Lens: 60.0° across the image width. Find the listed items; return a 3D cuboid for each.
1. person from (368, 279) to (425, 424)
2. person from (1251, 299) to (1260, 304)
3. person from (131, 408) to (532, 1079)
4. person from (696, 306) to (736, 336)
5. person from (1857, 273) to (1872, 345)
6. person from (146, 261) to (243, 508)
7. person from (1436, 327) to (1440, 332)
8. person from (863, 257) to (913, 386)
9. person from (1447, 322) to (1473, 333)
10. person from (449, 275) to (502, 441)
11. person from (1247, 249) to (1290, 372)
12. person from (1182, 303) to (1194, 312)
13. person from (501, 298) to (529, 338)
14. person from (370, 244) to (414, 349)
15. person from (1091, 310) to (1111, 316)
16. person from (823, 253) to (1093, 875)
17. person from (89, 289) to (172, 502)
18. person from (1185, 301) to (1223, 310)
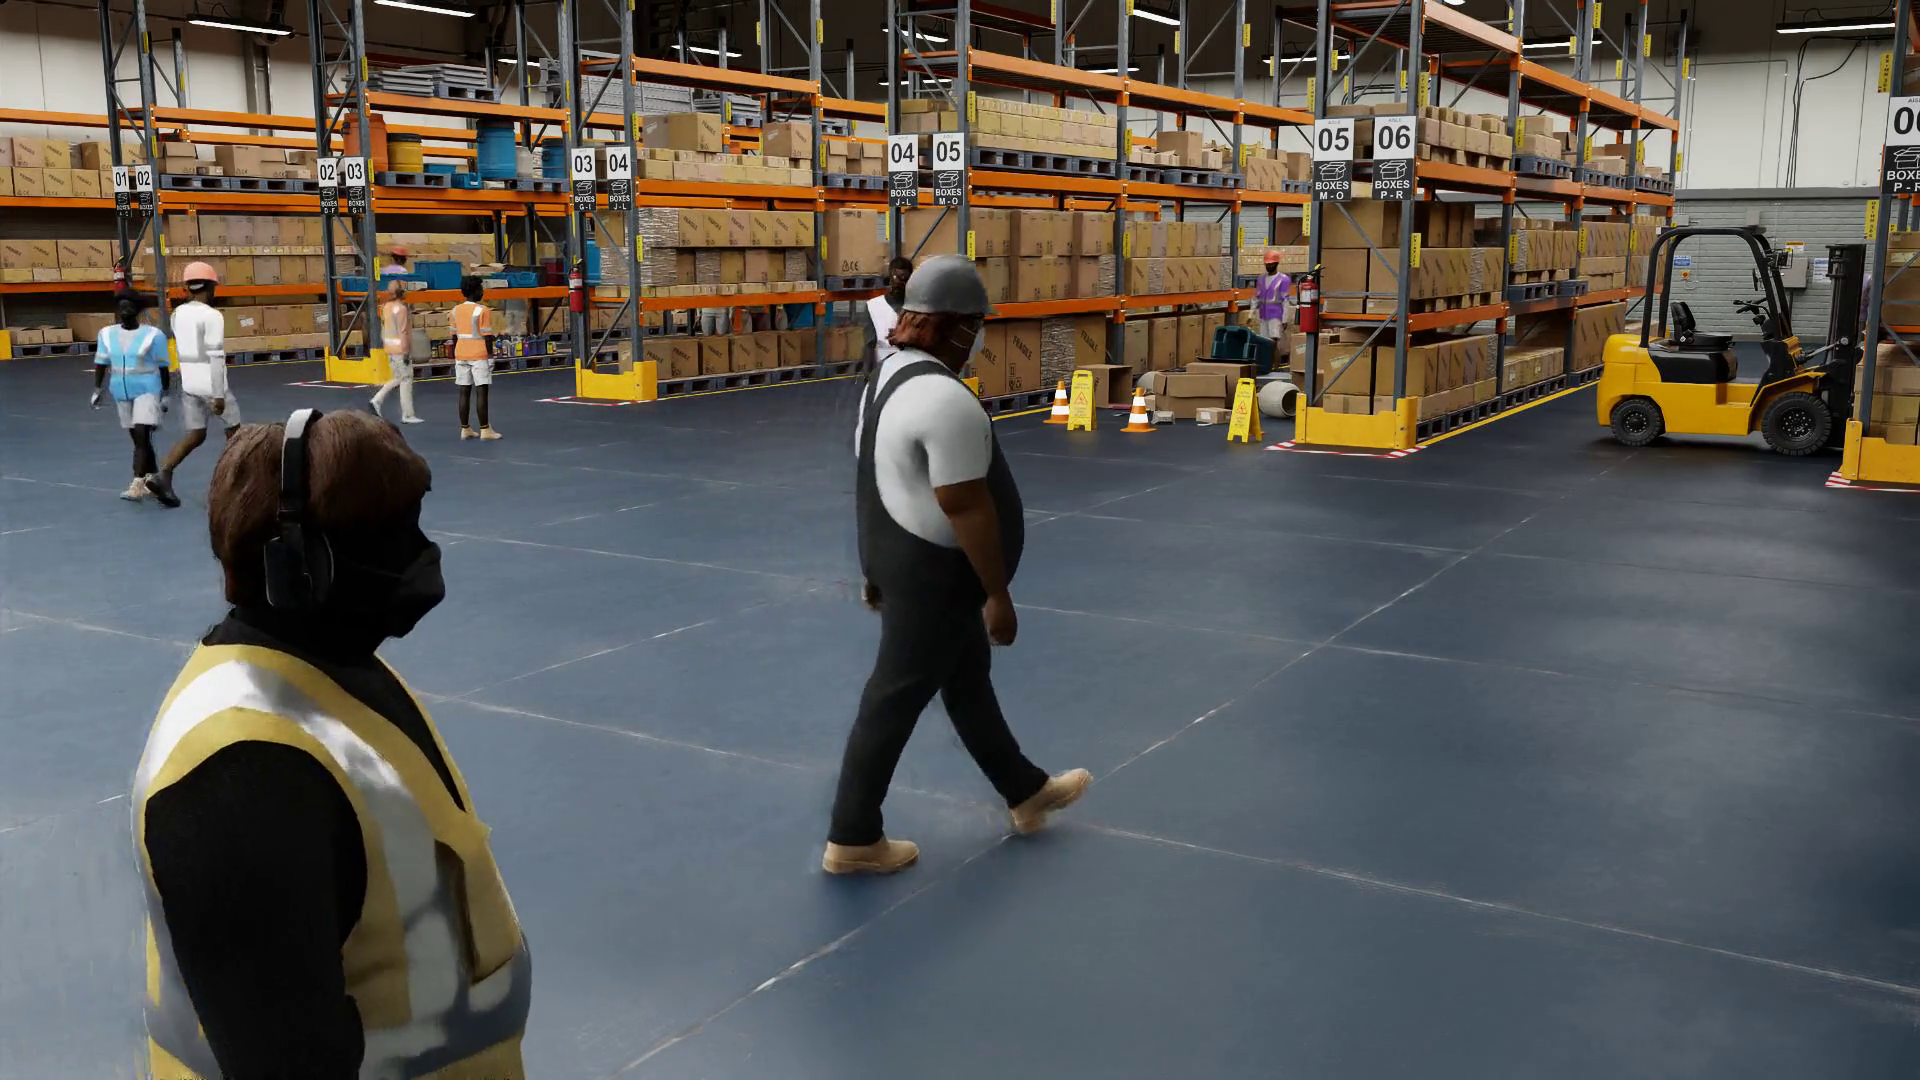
[{"bbox_3d":[-6.329,-2.101,18.594,0.495,1.629,0.526,-9,13,-41],"label":"person"},{"bbox_3d":[5.734,-4.455,31.097,0.546,1.888,1.013,6,12,31],"label":"person"},{"bbox_3d":[-0.741,0.758,2.058,0.430,1.857,0.625,-2,10,-13],"label":"person"},{"bbox_3d":[-3.708,-3.437,25.268,0.623,1.932,0.370,1,10,5],"label":"person"},{"bbox_3d":[12.794,-3.184,23.869,0.581,1.918,0.389,5,11,28],"label":"person"},{"bbox_3d":[-5.863,-1.190,12.791,0.552,1.896,0.845,5,11,28],"label":"person"},{"bbox_3d":[9.637,-4.763,33.578,0.680,1.607,0.530,-2,10,-13],"label":"person"},{"bbox_3d":[-0.480,-1.276,13.185,0.594,1.915,0.373,-3,11,-16],"label":"person"},{"bbox_3d":[9.431,-4.444,30.990,0.774,1.892,0.547,-2,10,-8],"label":"person"},{"bbox_3d":[-4.995,-1.865,17.090,0.535,1.699,0.322,6,12,28],"label":"person"},{"bbox_3d":[4.497,-3.242,24.151,0.390,1.932,0.560,-8,13,-39],"label":"person"},{"bbox_3d":[4.624,-4.806,32.733,0.611,1.997,0.375,1,10,8],"label":"person"},{"bbox_3d":[-8.107,-4.162,30.179,0.505,1.620,0.434,5,11,25],"label":"person"},{"bbox_3d":[-9.633,-4.031,28.363,0.621,2.018,0.871,8,13,37],"label":"person"},{"bbox_3d":[2.347,-3.712,27.181,0.956,1.797,0.518,-9,14,-42],"label":"person"},{"bbox_3d":[-0.002,0.057,5.371,1.023,2.000,0.704,-3,11,-16],"label":"person"},{"bbox_3d":[-6.506,-1.123,13.017,0.542,1.661,0.834,1,10,5],"label":"person"},{"bbox_3d":[4.417,-4.270,29.724,0.634,1.994,1.012,8,13,37],"label":"person"}]
